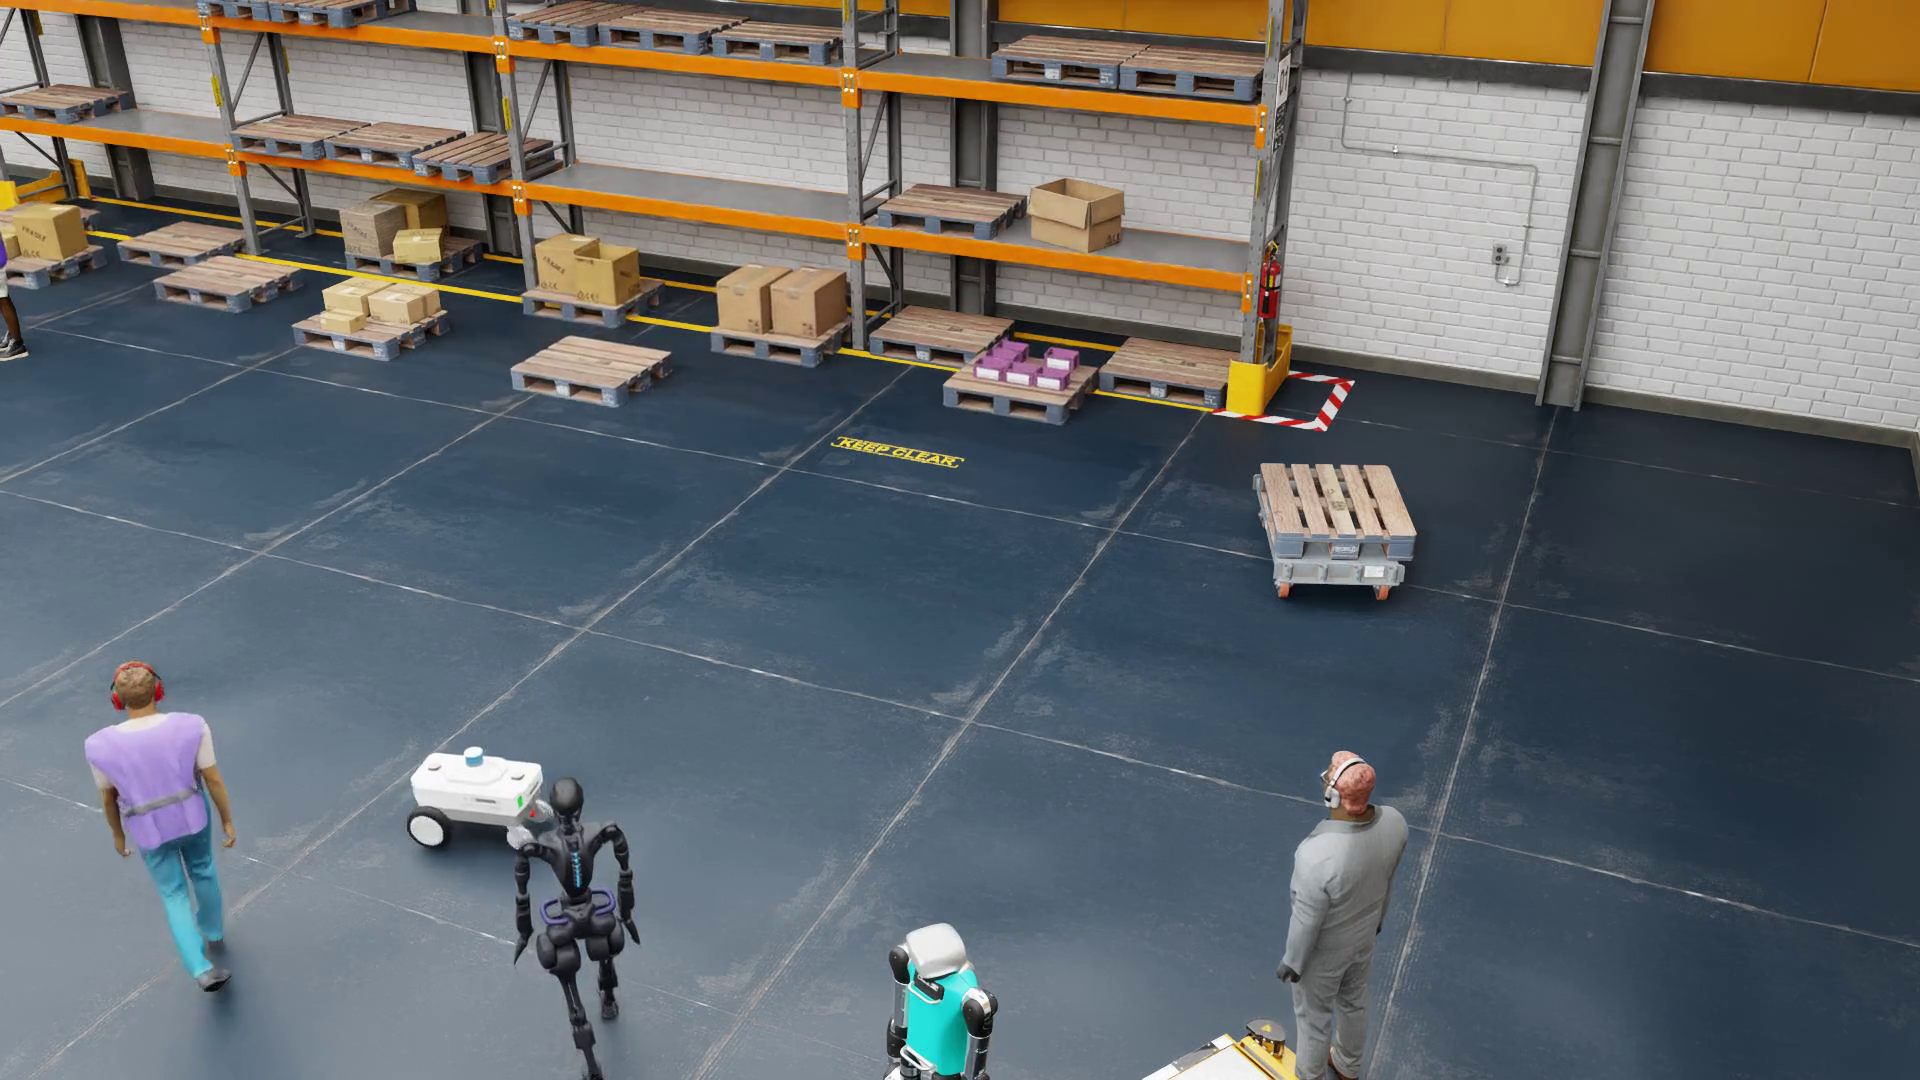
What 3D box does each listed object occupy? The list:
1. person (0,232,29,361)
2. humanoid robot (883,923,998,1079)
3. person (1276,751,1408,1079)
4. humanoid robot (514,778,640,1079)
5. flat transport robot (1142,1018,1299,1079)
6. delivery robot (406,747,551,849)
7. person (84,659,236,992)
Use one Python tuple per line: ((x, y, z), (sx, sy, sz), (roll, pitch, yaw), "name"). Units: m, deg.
((-9.606, -2.755, 16.424), (0.363, 1.964, 0.609), (-14, 31, -26), "person")
((-0.242, 2.344, 6.640), (0.735, 1.677, 0.533), (-24, 36, -38), "humanoid robot")
((1.703, 1.802, 7.654), (0.648, 1.906, 0.404), (-18, 33, -31), "person")
((-1.847, 1.804, 7.926), (0.591, 1.635, 0.718), (-11, 29, -21), "humanoid robot")
((1.102, 2.725, 7.647), (1.431, 0.231, 0.659), (-17, 32, -30), "flat transport robot")
((-2.841, 1.493, 9.745), (0.797, 0.613, 0.499), (5, 28, 9), "delivery robot")
((-3.968, 1.476, 8.397), (0.562, 1.807, 0.747), (-17, 32, -30), "person")
